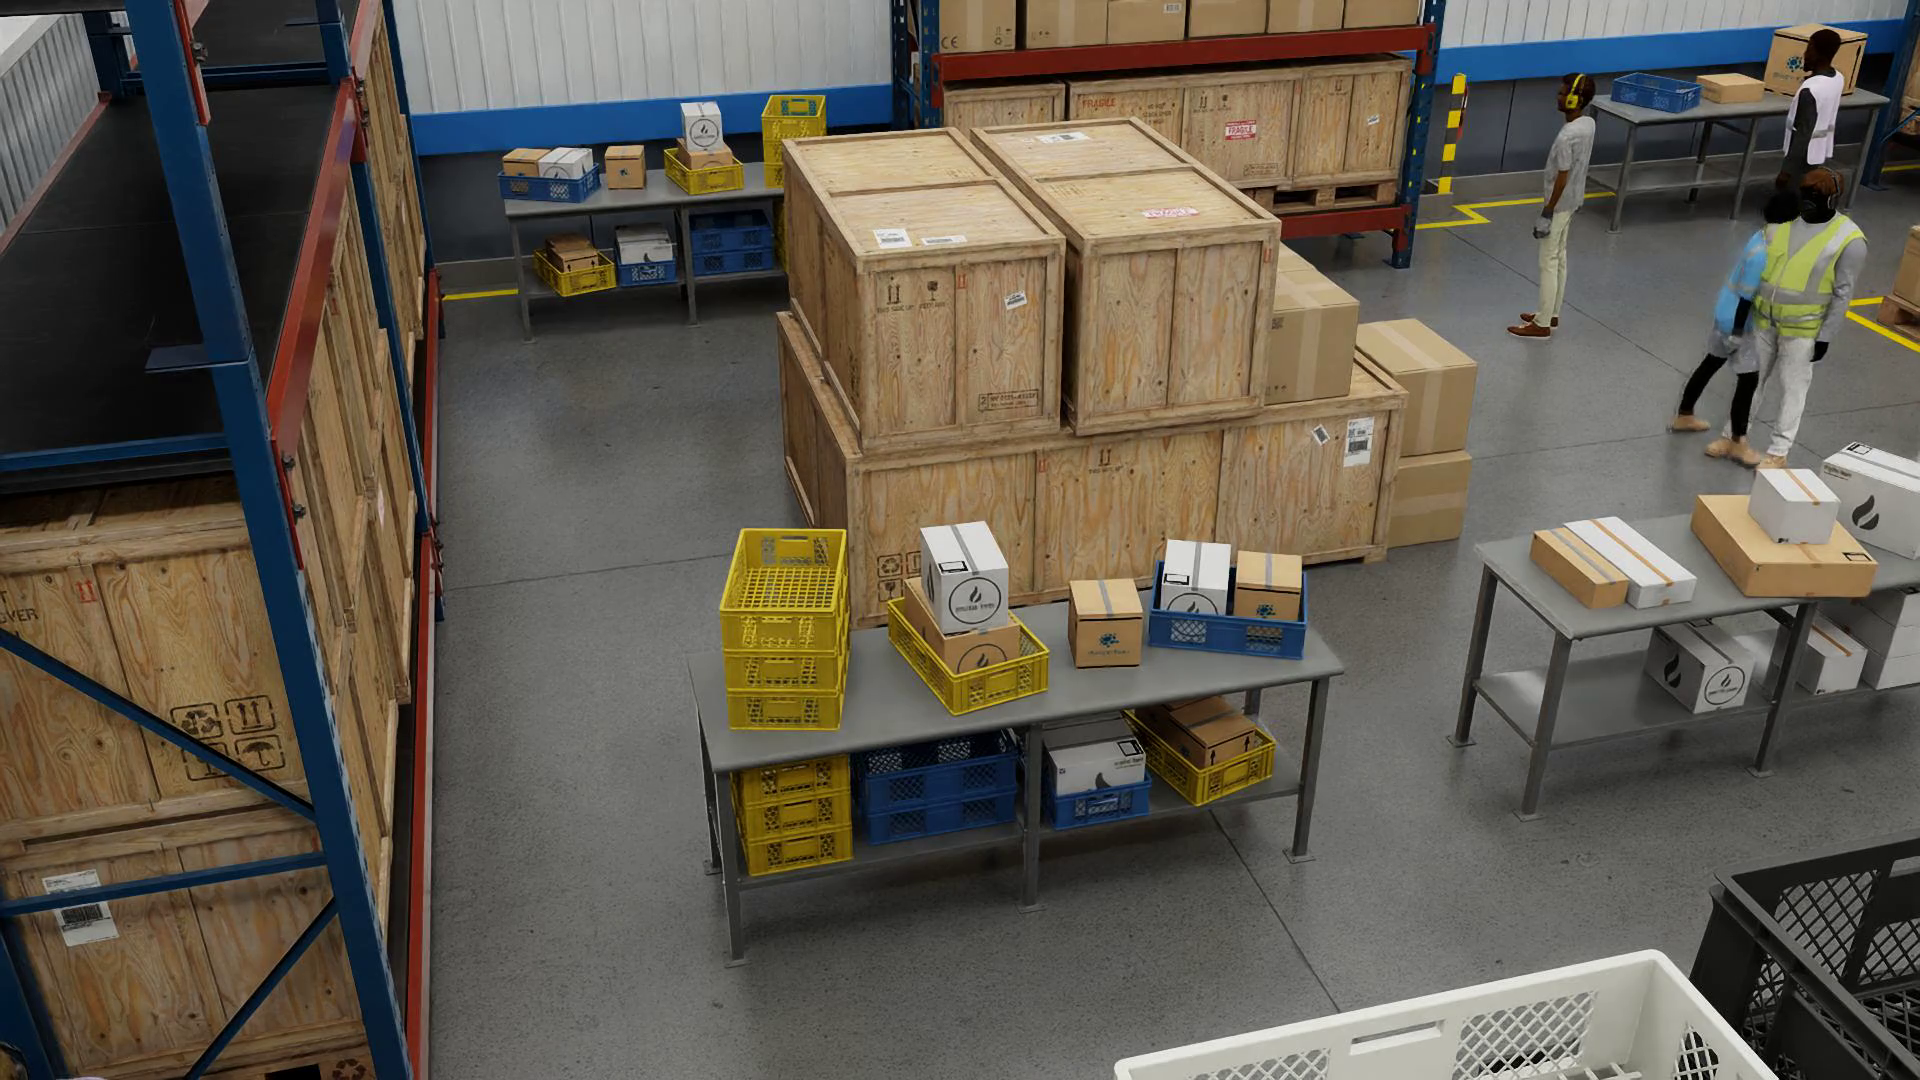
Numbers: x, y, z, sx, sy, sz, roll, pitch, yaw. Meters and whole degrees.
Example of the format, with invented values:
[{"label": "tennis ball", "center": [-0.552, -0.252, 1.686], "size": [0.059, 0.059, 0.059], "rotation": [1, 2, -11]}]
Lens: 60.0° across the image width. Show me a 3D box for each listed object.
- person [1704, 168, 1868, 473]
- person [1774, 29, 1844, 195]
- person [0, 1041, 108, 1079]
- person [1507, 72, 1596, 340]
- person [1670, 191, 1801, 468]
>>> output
[{"label": "person", "center": [4.871, -1.284, 9.803], "size": [0.429, 1.844, 0.626], "rotation": [-18, 34, -29]}, {"label": "person", "center": [6.406, -2.898, 12.653], "size": [0.376, 1.917, 0.600], "rotation": [23, 36, 35]}, {"label": "person", "center": [-2.136, 1.893, 3.948], "size": [0.374, 1.933, 0.625], "rotation": [25, 37, 37]}, {"label": "person", "center": [4.187, -2.332, 11.686], "size": [0.328, 1.861, 0.513], "rotation": [19, 34, 30]}, {"label": "person", "center": [4.747, -1.300, 10.028], "size": [0.635, 1.658, 0.591], "rotation": [12, 31, 20]}]
